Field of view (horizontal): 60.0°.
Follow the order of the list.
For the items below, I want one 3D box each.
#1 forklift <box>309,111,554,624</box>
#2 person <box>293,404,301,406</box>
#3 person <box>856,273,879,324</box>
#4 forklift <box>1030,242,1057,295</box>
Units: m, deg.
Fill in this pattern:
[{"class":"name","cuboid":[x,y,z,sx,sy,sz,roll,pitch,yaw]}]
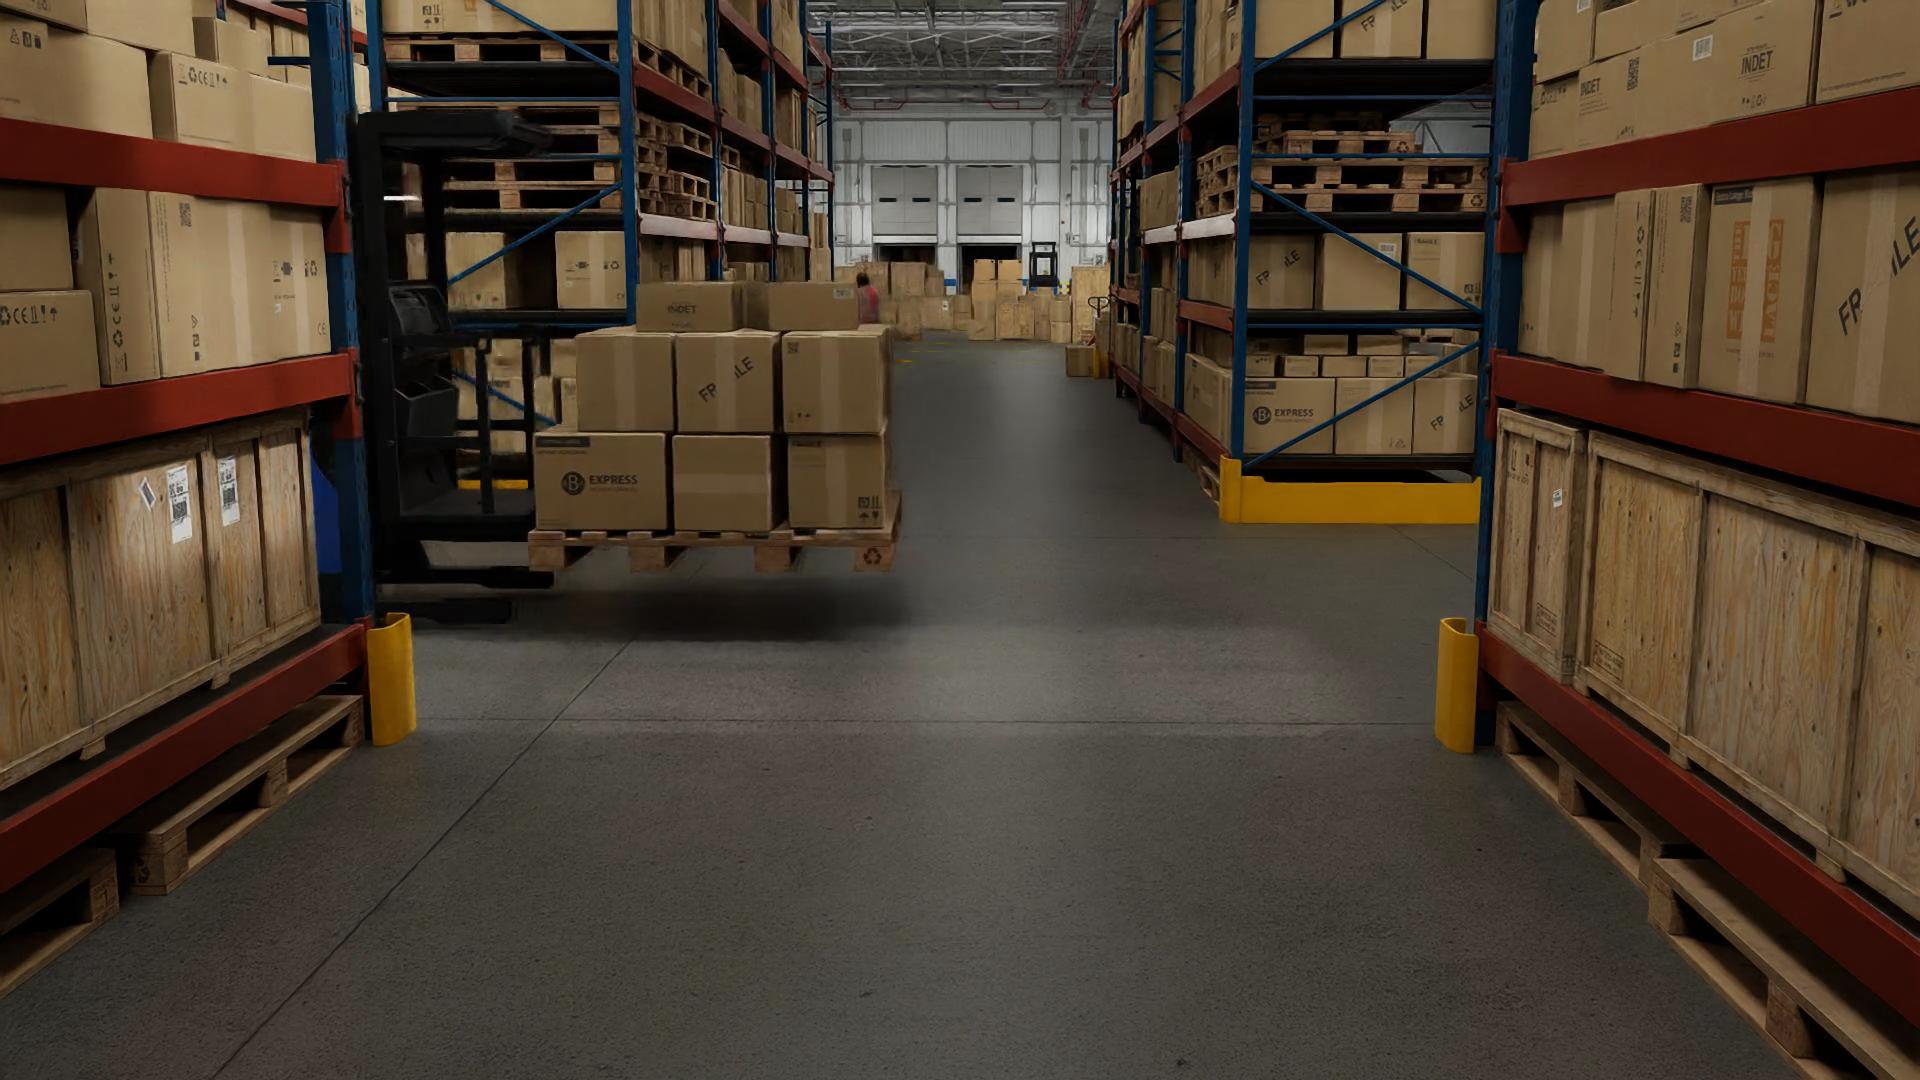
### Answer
[{"class":"forklift","cuboid":[-3.433,-0.985,9.465,1.873,2.768,1.129,0,9,0]},{"class":"person","cuboid":[-4.710,-0.716,11.389,0.533,1.697,0.322,4,10,21]},{"class":"person","cuboid":[-1.803,-3.964,30.431,0.617,1.826,0.640,6,11,31]},{"class":"forklift","cuboid":[3.230,-10.146,64.339,1.129,2.768,1.873,0,9,1]}]
